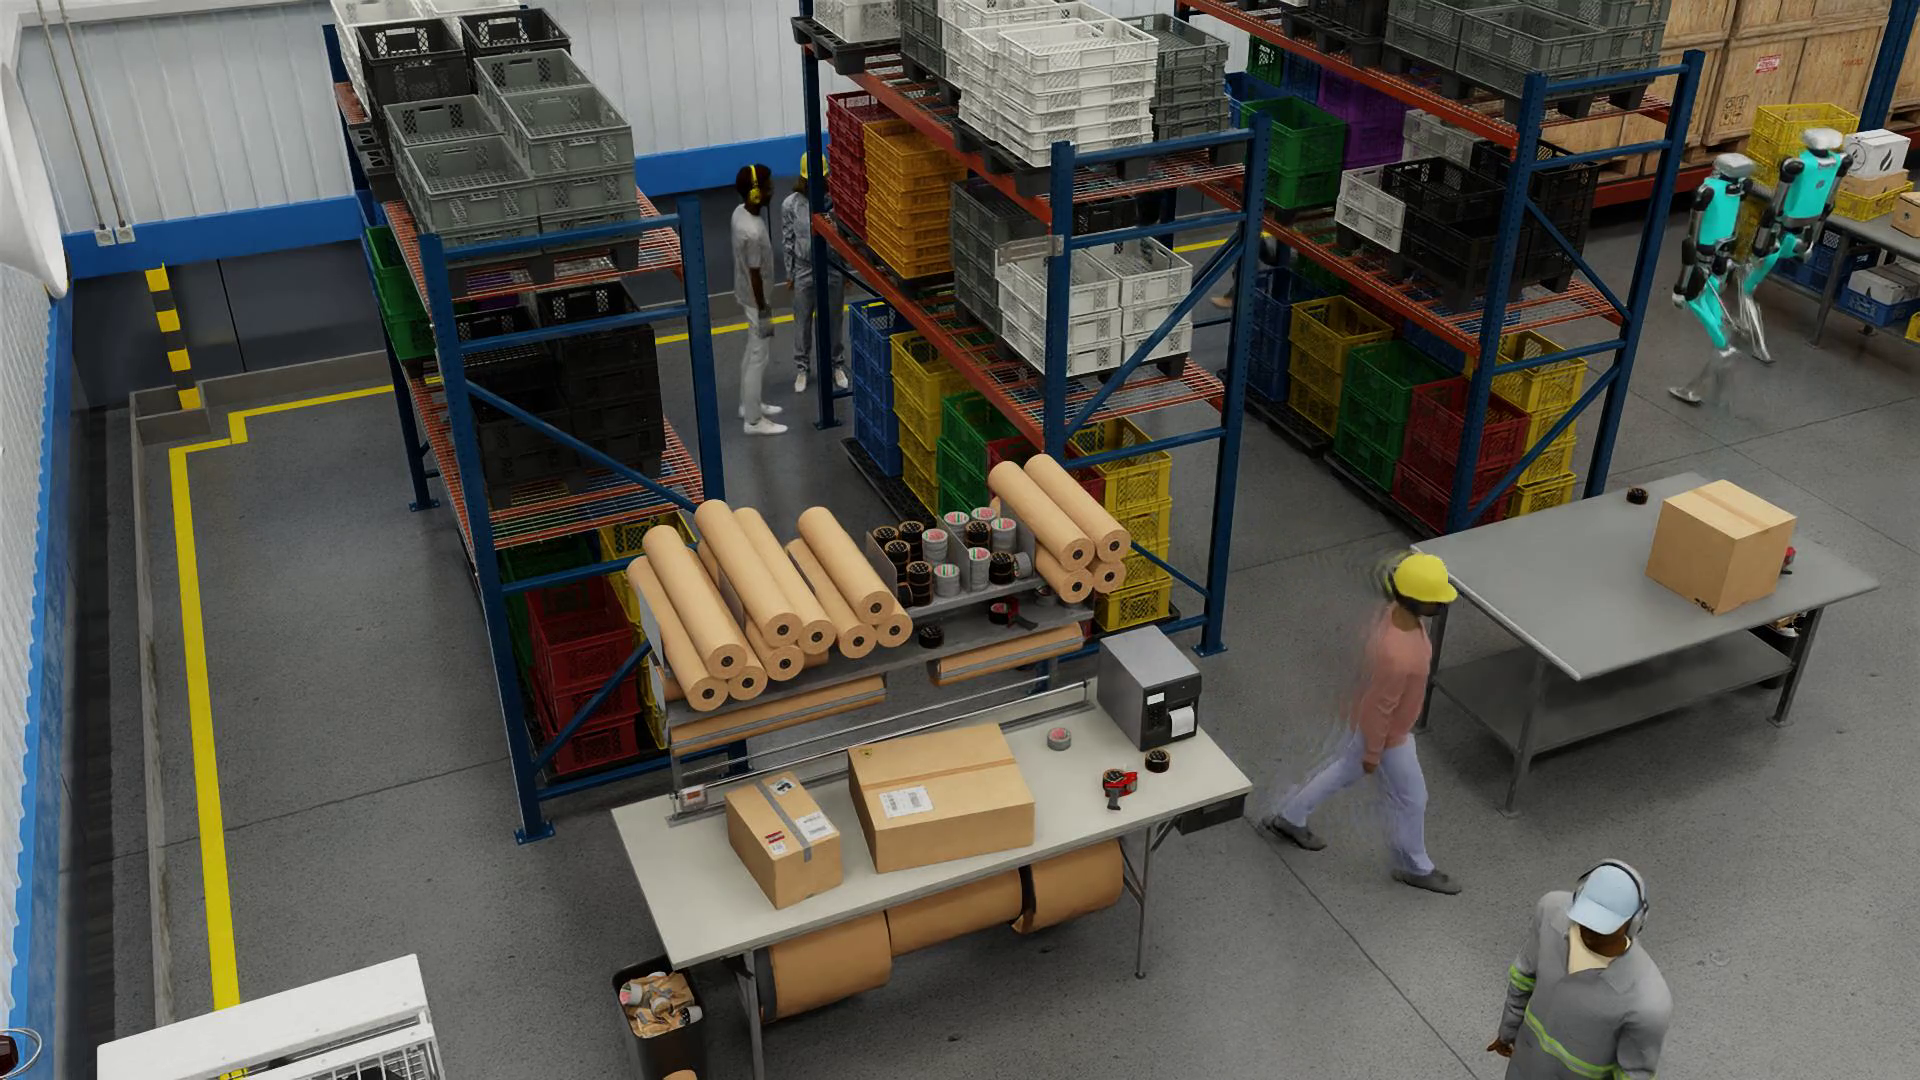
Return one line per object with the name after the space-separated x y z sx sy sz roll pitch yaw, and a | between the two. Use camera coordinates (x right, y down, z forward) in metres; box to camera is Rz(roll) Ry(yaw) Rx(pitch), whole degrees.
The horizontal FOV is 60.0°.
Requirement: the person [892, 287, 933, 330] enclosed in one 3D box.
-0.318 -1.886 11.526 0.362 1.859 0.509 -7 32 -11 | person

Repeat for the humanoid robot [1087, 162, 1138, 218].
1.157 -2.909 13.298 0.901 1.764 0.538 -24 39 -34 | humanoid robot

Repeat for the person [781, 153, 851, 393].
-0.986 -1.864 11.590 0.483 1.743 0.294 -5 32 -8 | person

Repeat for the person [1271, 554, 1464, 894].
1.854 0.777 7.314 0.879 1.726 0.530 9 33 14 | person

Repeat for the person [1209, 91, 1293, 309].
2.316 -2.611 12.732 0.606 1.826 0.510 5 32 9 | person

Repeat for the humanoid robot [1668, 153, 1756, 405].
5.208 -1.648 11.356 0.548 1.909 0.706 -19 36 -27 | humanoid robot

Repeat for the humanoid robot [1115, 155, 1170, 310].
1.295 -2.143 12.157 0.702 1.610 0.615 -12 34 -19 | humanoid robot

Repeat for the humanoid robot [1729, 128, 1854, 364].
5.938 -2.213 12.181 0.539 1.767 0.906 -8 32 -12 | humanoid robot

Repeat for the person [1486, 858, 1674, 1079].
2.004 1.784 5.562 0.364 1.852 0.590 -13 34 -20 | person

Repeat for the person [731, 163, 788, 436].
-1.349 -1.587 11.033 0.323 1.862 0.501 -7 32 -12 | person

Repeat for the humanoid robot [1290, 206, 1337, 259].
2.968 -2.960 13.417 0.753 1.834 0.533 -9 33 -15 | humanoid robot
